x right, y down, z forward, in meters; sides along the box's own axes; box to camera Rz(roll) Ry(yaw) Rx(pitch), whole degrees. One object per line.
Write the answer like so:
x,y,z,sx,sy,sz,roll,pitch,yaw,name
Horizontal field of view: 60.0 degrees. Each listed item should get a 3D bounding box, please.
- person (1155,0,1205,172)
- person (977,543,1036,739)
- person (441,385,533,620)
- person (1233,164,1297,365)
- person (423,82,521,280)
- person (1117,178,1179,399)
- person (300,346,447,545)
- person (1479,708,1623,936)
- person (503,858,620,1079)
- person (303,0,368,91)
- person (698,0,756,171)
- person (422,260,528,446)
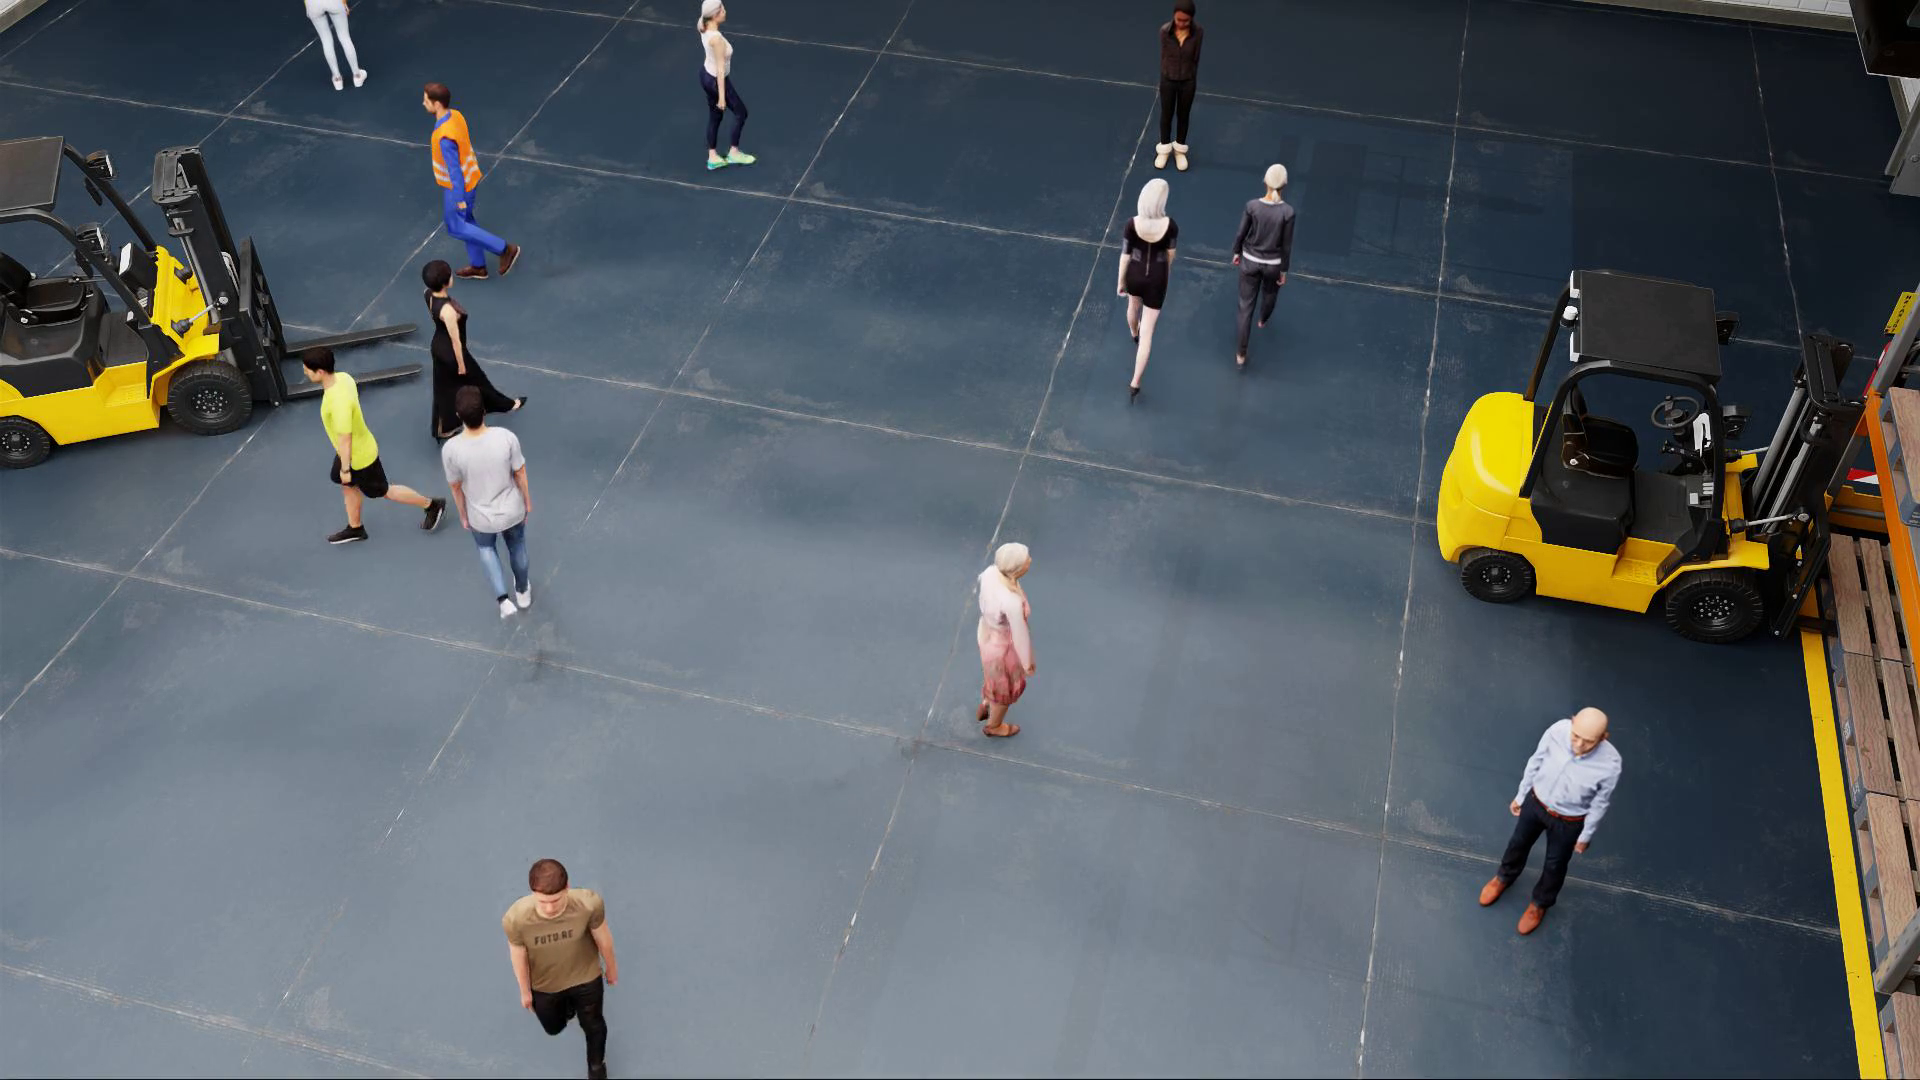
2.048,-4.320,15.619,0.612,1.660,0.661,5,44,5,person
0.193,0.673,10.364,0.812,1.679,0.737,-15,46,-15,person
-3.098,-0.176,11.114,0.907,1.875,0.991,-14,45,-14,person
2.418,-2.189,13.364,0.626,1.685,1.082,11,45,11,person
-4.151,-3.019,14.117,0.908,1.849,0.906,-4,44,-4,person
1.466,-1.929,13.030,0.669,1.769,1.247,5,44,5,person
-4.191,-0.667,11.776,1.126,1.672,1.123,-17,46,-17,person
3.358,1.532,9.384,0.746,1.788,0.730,-33,53,-30,person
-2.058,2.190,8.656,0.953,1.839,1.096,-10,45,-11,person
-6.354,-5.356,16.640,0.665,1.750,0.688,-9,44,-9,person
-2.345,-4.203,15.474,0.847,1.690,0.786,-18,46,-18,person
-3.923,-1.378,12.604,1.115,1.558,0.943,-34,53,-30,person
